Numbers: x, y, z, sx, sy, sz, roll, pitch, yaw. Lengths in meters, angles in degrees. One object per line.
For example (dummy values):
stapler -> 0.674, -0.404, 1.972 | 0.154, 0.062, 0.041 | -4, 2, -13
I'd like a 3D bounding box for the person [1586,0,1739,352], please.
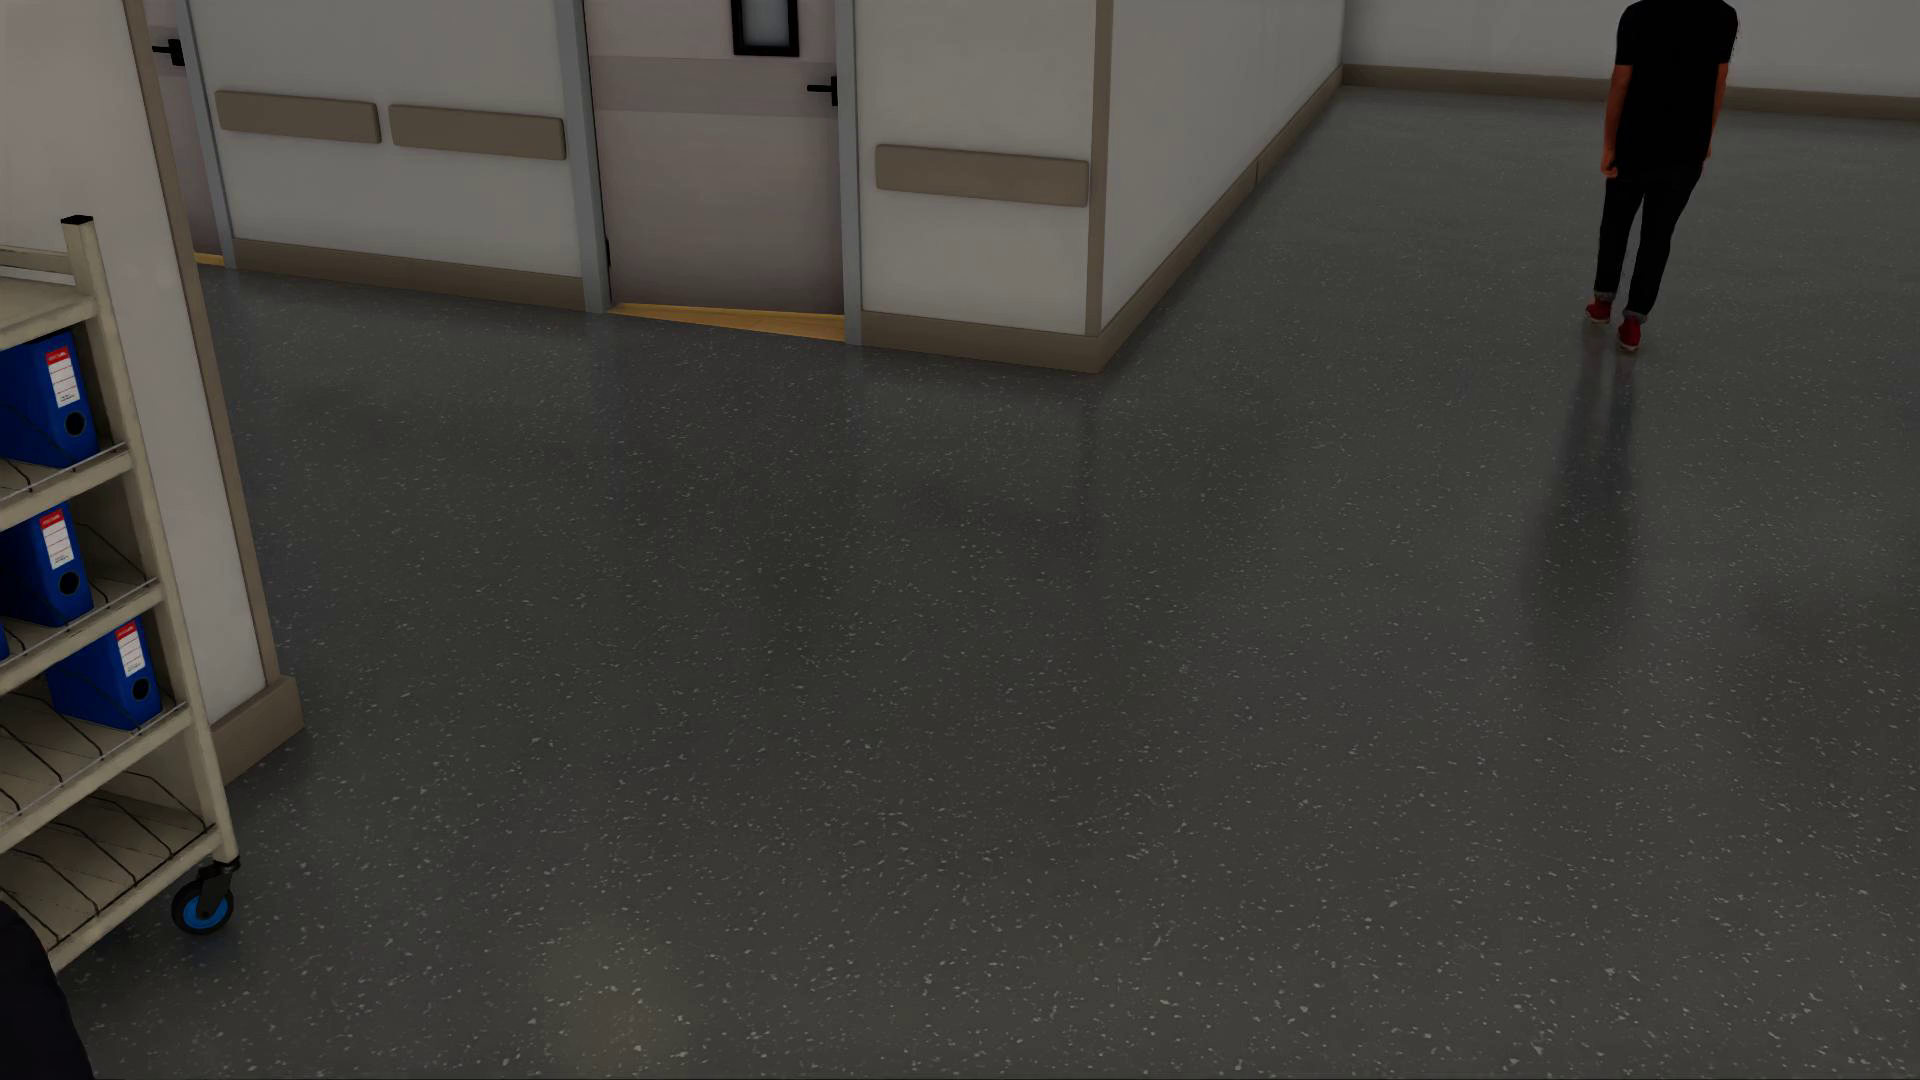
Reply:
person -> 2.966, -1.648, 7.042 | 0.632, 1.739, 0.768 | 8, 27, 17
